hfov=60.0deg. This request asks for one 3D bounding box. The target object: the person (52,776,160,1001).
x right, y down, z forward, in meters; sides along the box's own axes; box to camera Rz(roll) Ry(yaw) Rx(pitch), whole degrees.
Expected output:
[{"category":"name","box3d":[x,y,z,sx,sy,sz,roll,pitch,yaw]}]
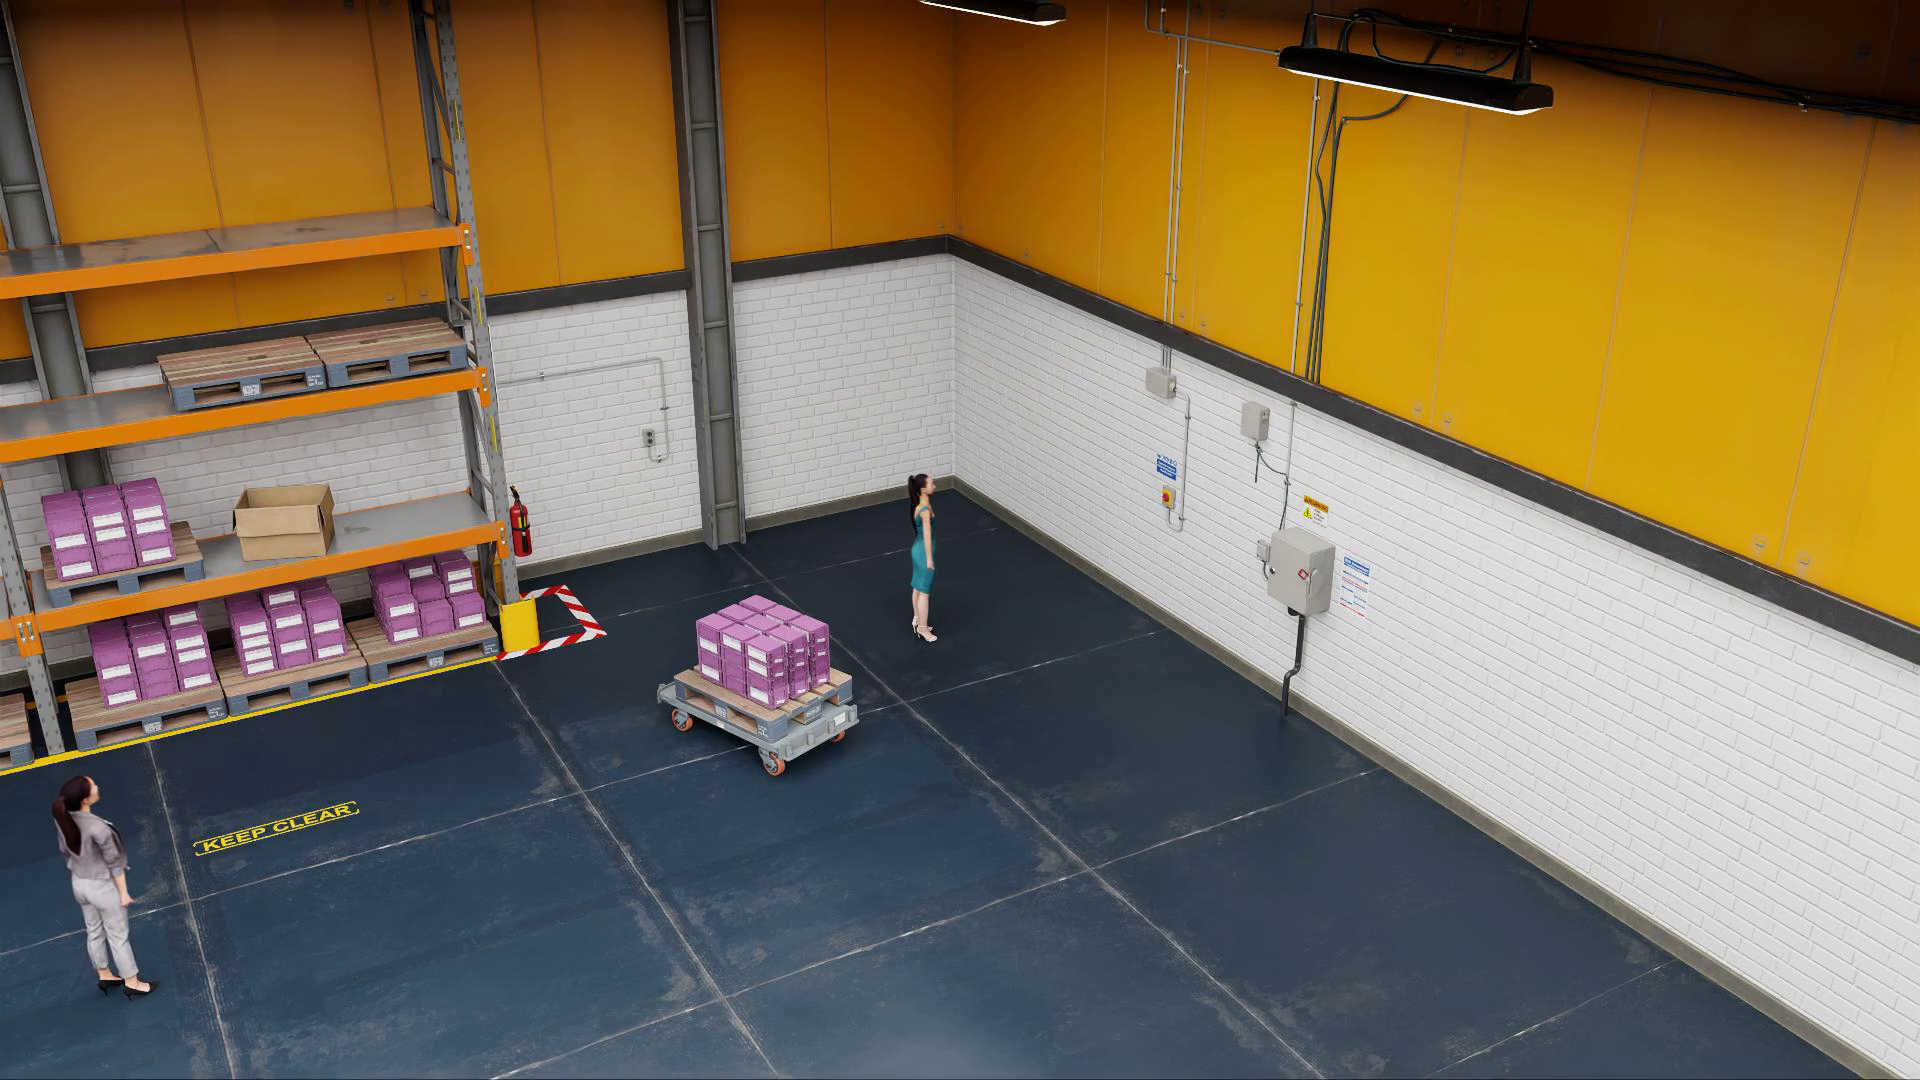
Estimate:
[{"category":"person","box3d":[-5.703,2.308,11.017,0.717,1.677,0.758,10,25,21]}]

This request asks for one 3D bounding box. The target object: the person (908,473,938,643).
[{"category":"person","box3d":[-0.344,0.152,15.938,0.580,1.685,0.598,-4,24,-9]}]
